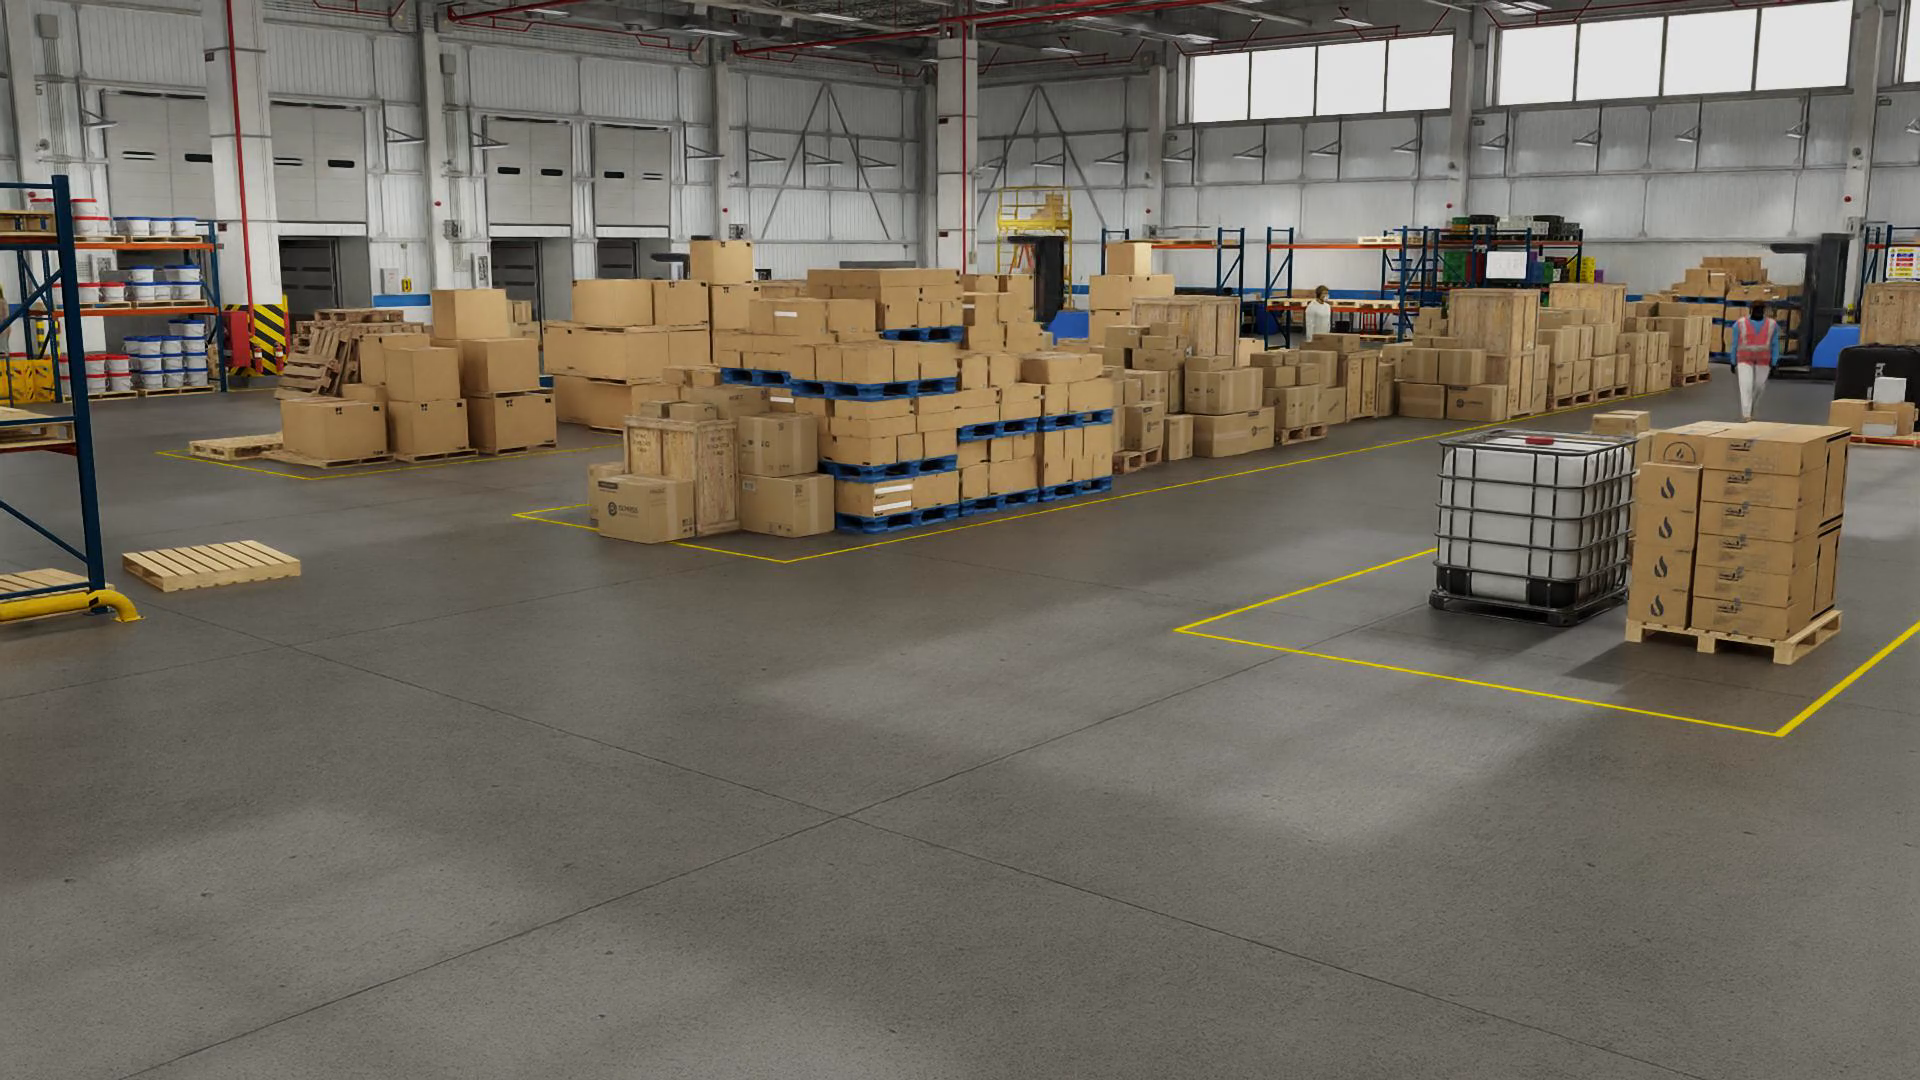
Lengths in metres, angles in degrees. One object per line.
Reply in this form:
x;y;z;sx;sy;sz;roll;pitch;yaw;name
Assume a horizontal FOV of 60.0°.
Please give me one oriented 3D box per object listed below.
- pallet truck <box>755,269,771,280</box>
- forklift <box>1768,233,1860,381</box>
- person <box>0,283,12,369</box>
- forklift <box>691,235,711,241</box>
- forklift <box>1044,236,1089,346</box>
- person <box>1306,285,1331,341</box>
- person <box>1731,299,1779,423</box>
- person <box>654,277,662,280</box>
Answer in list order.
-4.996;-6.432;45.525;1.885;1.965;0.823;-6;12;-32;pallet truck
16.478;-4.402;31.456;1.873;2.768;1.129;8;13;40;forklift
-18.186;-3.936;31.516;0.363;1.928;0.587;-4;11;-19;person
-5.766;-5.368;36.958;1.873;2.768;1.129;-2;10;-9;forklift
2.208;-5.630;38.448;1.873;2.768;1.129;2;10;14;forklift
6.094;-3.373;28.324;0.378;1.930;0.624;9;13;41;person
11.585;-2.612;24.288;0.631;1.822;0.733;3;10;15;person
-6.517;-4.726;36.014;0.636;1.931;0.377;-5;11;-24;person
